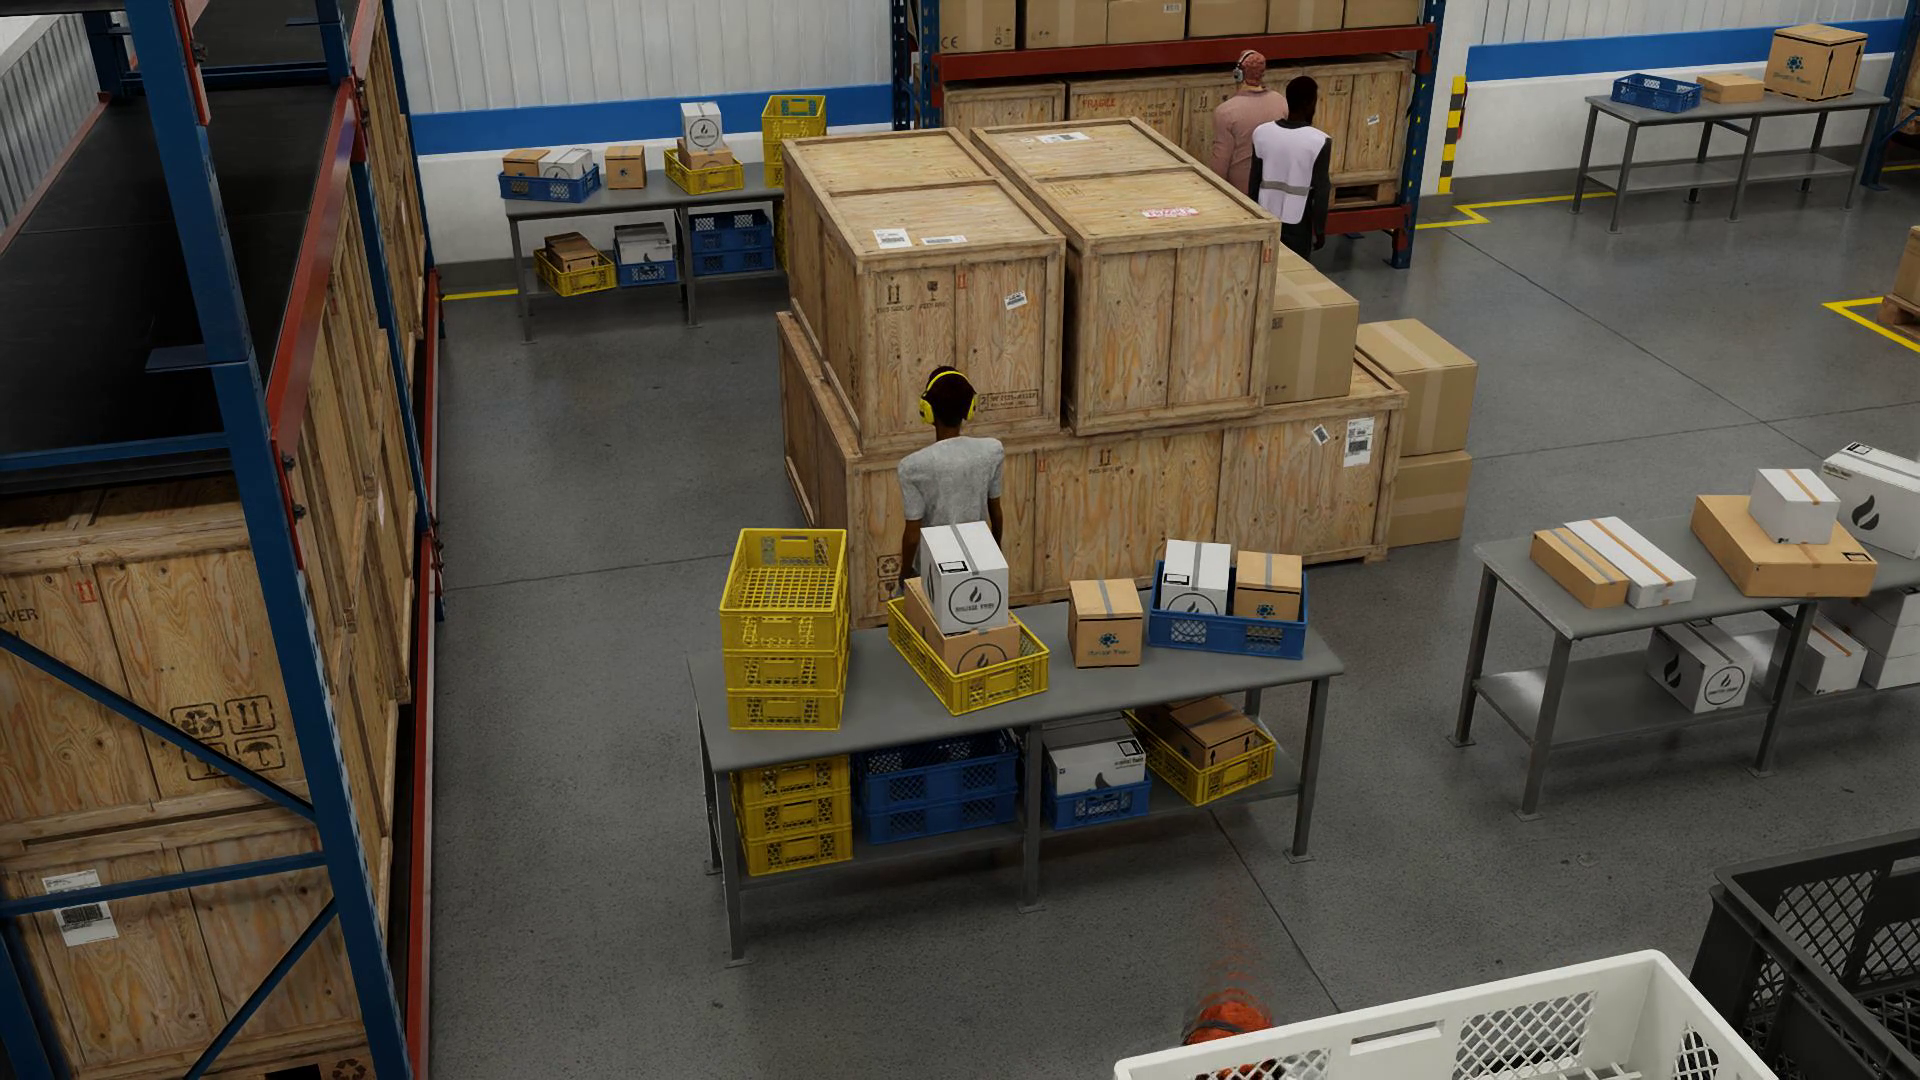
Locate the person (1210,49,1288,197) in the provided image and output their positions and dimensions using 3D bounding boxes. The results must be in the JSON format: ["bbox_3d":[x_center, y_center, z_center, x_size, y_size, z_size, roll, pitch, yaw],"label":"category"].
[{"bbox_3d":[2.044,-2.590,12.108,0.644,1.907,0.400,-16,33,-26],"label":"person"}]

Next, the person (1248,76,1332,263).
[{"bbox_3d":[2.230,-2.193,11.379,0.587,1.915,0.395,22,35,34],"label":"person"}]

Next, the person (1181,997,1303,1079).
[{"bbox_3d":[0.631,1.891,4.035,0.595,1.841,0.898,4,29,8],"label":"person"}]

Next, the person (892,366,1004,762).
[{"bbox_3d":[-0.055,0.129,7.209,0.539,1.869,0.313,-15,32,-25],"label":"person"}]
